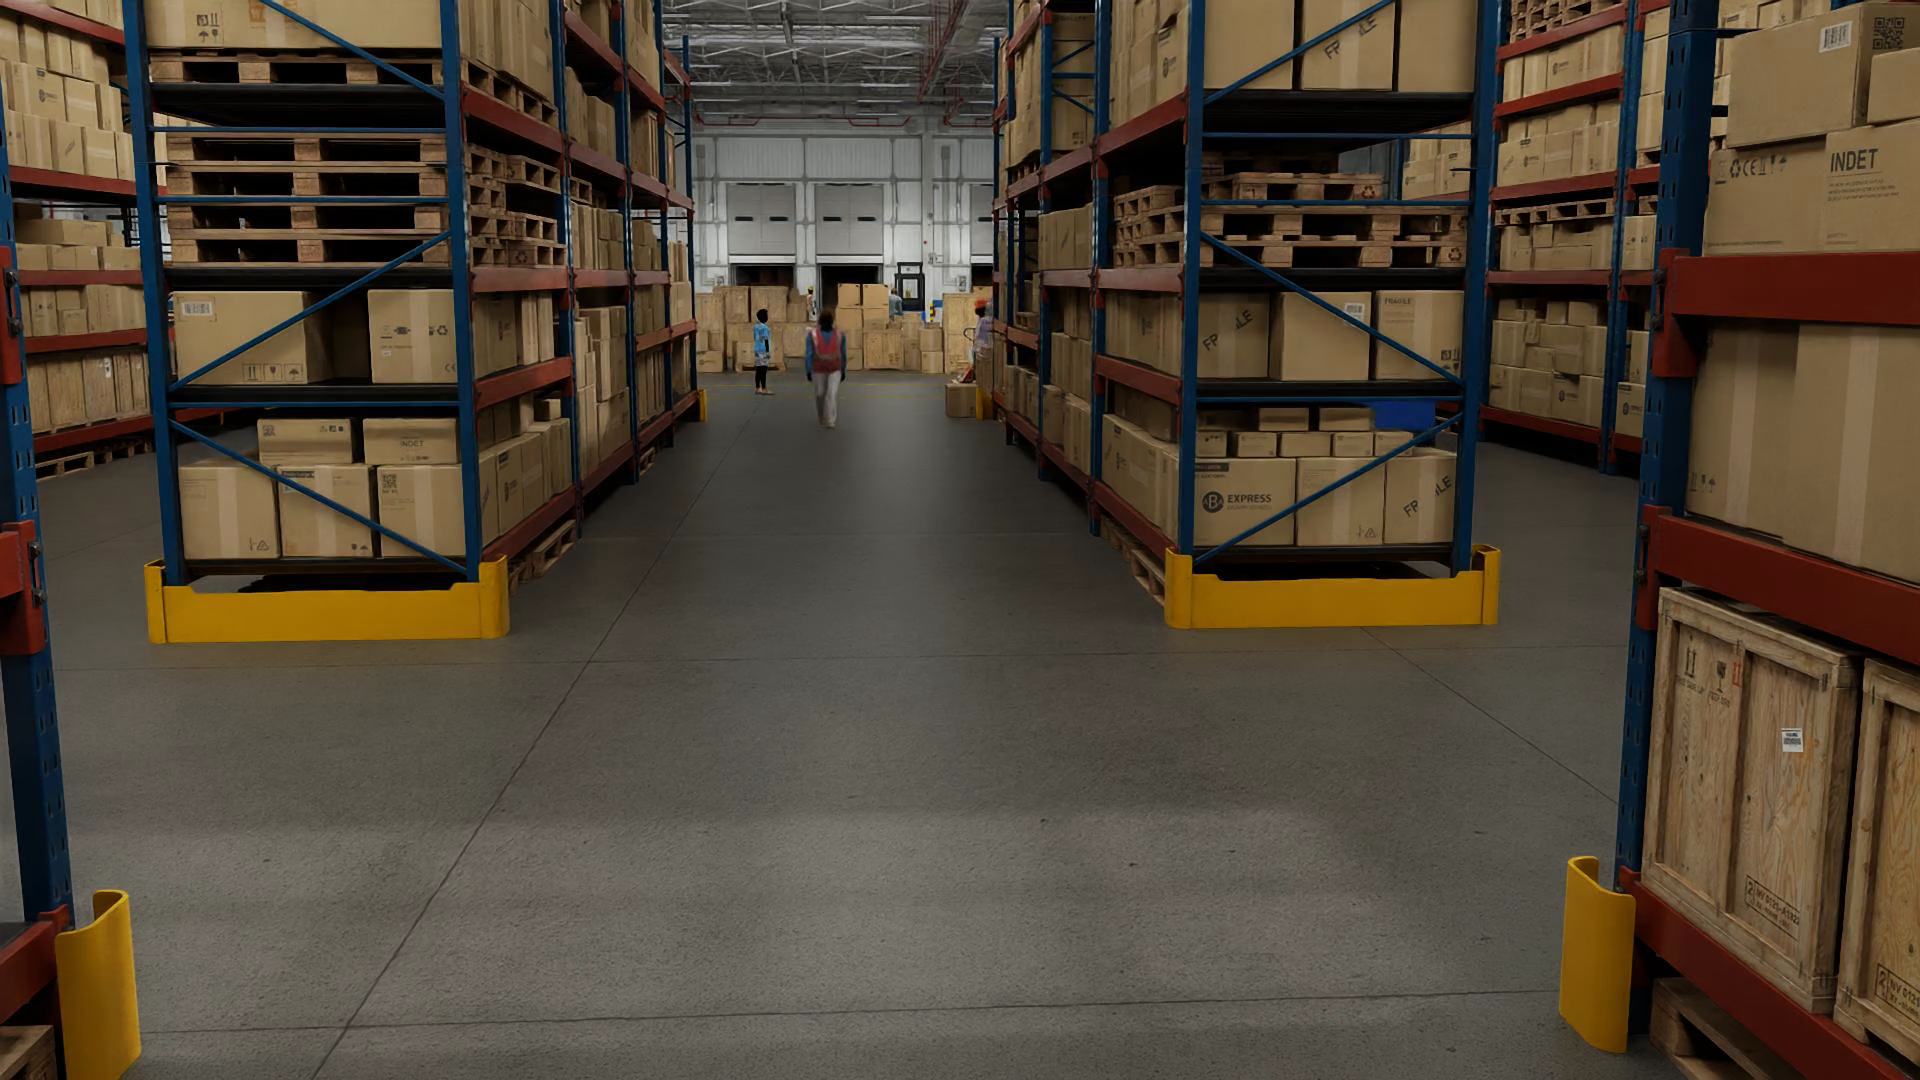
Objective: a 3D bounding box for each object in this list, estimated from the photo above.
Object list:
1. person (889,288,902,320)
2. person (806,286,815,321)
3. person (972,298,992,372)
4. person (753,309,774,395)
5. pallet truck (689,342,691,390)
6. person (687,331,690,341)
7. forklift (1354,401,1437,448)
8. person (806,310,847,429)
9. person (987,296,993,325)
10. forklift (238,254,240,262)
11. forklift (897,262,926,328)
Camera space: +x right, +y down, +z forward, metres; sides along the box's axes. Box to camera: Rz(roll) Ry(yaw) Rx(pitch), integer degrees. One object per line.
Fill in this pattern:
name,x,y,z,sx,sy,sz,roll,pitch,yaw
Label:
person,-2.311,-7.829,57.982,0.634,1.930,0.384,3,10,19
person,-6.000,-9.198,66.601,0.378,1.918,0.585,-8,12,-42
person,0.410,-3.666,31.865,0.481,1.915,0.576,-2,9,-15
person,-3.887,-3.701,32.774,0.319,1.697,0.532,-5,10,-30
pallet truck,-5.225,-3.008,27.480,1.885,1.965,0.823,2,9,14
person,-5.489,-3.880,32.967,0.381,1.994,0.614,-1,9,-8
forklift,5.351,-2.612,22.232,1.873,2.768,1.129,-1,9,-4
person,-2.067,-2.634,25.682,0.628,1.821,0.608,-1,9,-8
person,0.954,-5.535,43.533,0.635,1.937,0.352,0,9,1
forklift,-16.063,-4.874,36.437,1.129,2.768,1.873,-1,9,-4
forklift,-1.780,-8.547,59.499,1.129,2.768,1.873,-1,9,-4
